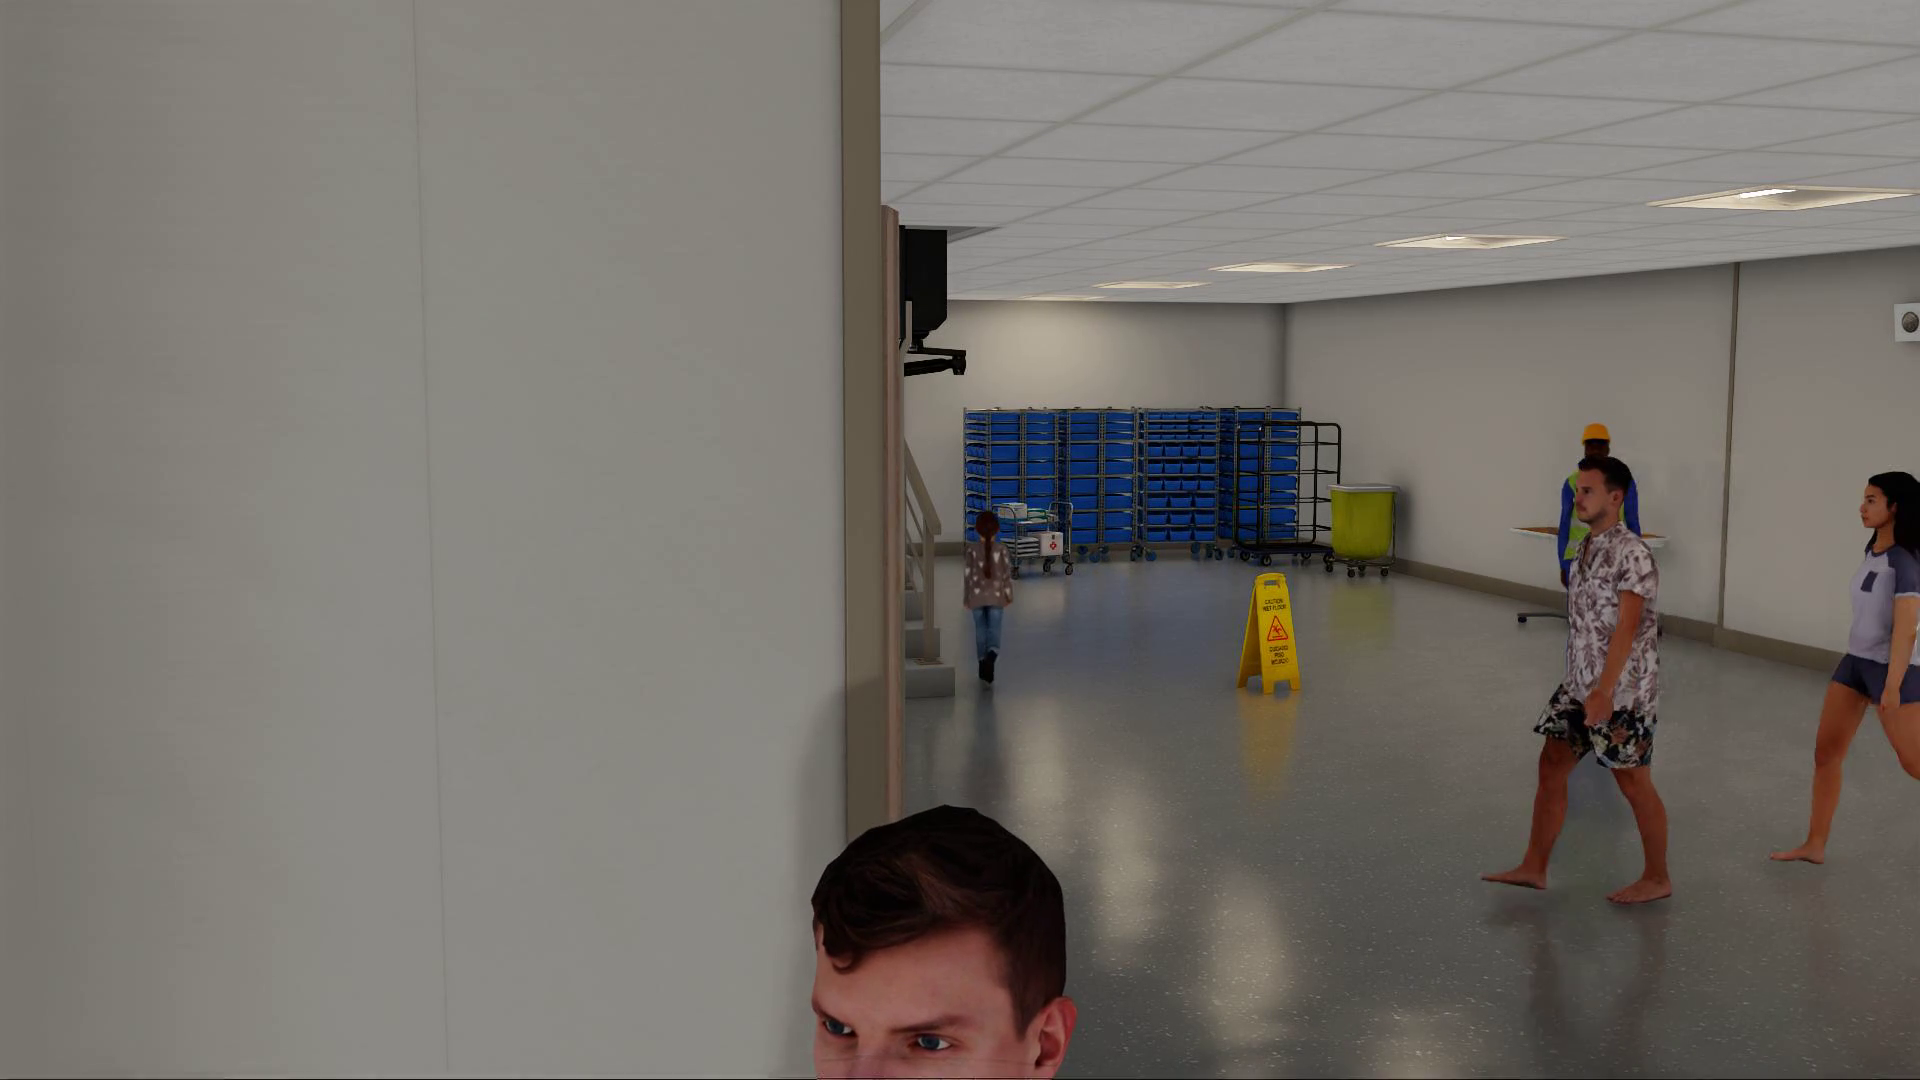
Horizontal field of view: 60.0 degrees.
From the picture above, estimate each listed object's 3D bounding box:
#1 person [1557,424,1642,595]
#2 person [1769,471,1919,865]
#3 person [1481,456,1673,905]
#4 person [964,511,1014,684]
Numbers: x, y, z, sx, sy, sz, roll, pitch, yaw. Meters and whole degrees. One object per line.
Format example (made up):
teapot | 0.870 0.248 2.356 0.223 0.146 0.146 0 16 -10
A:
person | 4.179 0.150 10.896 0.938 1.799 1.099 2 6 15
person | 3.983 0.592 7.010 0.916 1.696 1.130 0 6 4
person | 2.690 0.580 6.675 0.791 1.787 0.922 -1 6 -12
person | 0.188 0.400 11.475 0.661 1.184 0.847 1 6 6
